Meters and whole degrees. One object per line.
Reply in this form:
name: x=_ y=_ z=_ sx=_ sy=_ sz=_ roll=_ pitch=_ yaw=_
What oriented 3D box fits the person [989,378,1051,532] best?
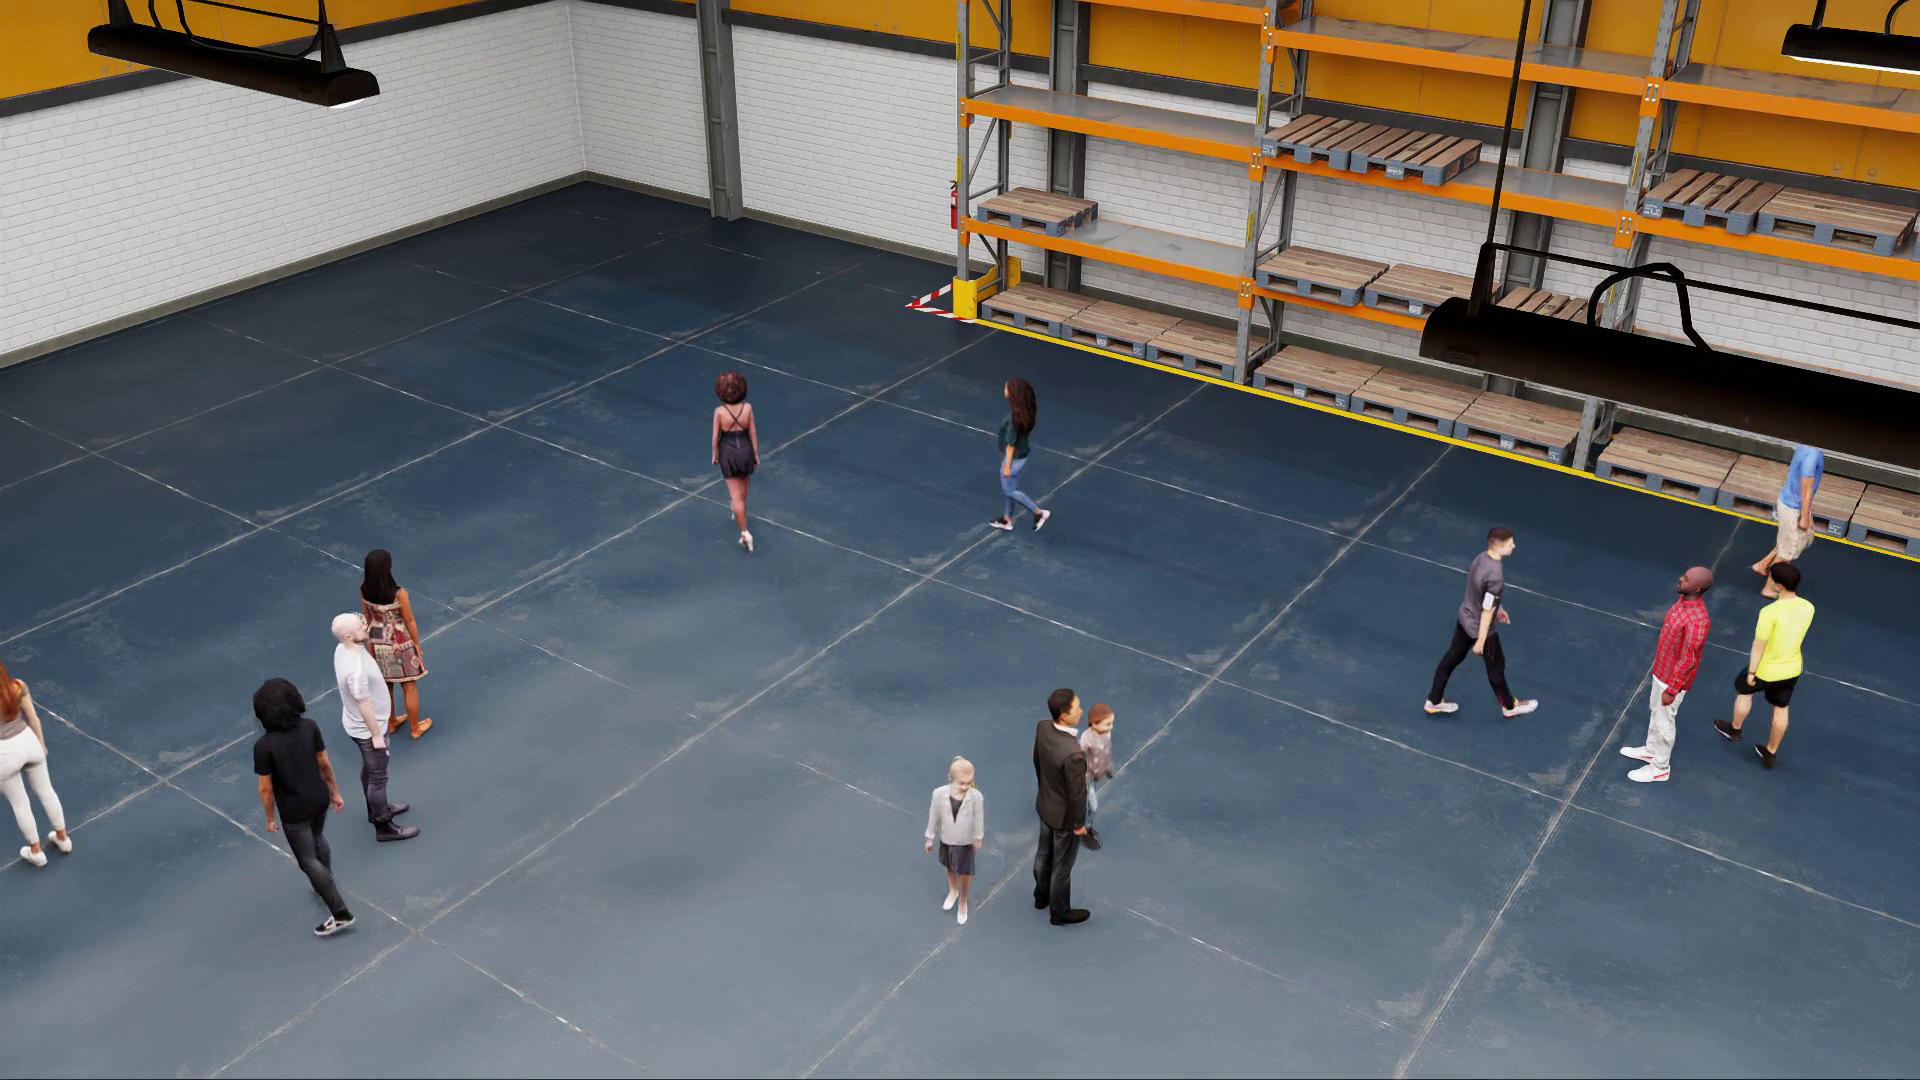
person: x=0.589 y=-0.781 z=16.047 sx=0.933 sy=1.606 sz=0.735 roll=9 pitch=30 yaw=16

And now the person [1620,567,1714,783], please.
person: x=5.404 y=0.989 z=12.579 sx=0.732 sy=1.820 sz=0.747 roll=5 pitch=29 yaw=9

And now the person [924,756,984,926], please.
person: x=0.003 y=1.978 z=11.345 sx=0.577 sy=1.265 sz=0.650 roll=11 pitch=31 yaw=19

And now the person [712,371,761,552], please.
person: x=-2.094 y=-0.708 z=15.763 sx=0.947 sy=1.750 sz=1.136 roll=-12 pitch=31 yaw=-20

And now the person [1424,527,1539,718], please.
person: x=4.036 y=0.687 z=13.241 sx=1.187 sy=1.716 sz=1.043 roll=-1 pitch=29 yaw=-1

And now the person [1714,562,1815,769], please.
person: x=6.275 y=0.997 z=12.716 sx=0.943 sy=1.676 sz=0.995 roll=-1 pitch=29 yaw=-2

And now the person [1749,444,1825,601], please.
person: x=7.429 y=-0.320 z=14.949 sx=0.769 sy=1.849 sz=0.723 roll=11 pitch=31 yaw=19

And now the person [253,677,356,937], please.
person: x=-4.368 y=1.797 z=11.124 sx=0.834 sy=1.796 sz=0.625 roll=17 pitch=33 yaw=28

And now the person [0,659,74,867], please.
person: x=-6.635 y=1.524 z=11.705 sx=0.508 sy=1.718 sz=0.564 roll=17 pitch=33 yaw=28

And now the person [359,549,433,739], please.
person: x=-4.477 y=0.813 z=13.085 sx=0.626 sy=1.644 sz=0.784 roll=5 pitch=29 yaw=9

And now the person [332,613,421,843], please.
person: x=-4.264 y=1.322 z=11.956 sx=0.813 sy=1.832 sz=0.697 roll=-13 pitch=31 yaw=-23

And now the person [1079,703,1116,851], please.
person: x=0.894 y=1.658 z=12.023 sx=0.567 sy=1.178 sz=0.532 roll=25 pitch=37 yaw=38

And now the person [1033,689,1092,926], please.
person: x=0.668 y=1.778 z=11.151 sx=0.808 sy=1.802 sz=0.656 roll=-14 pitch=32 yaw=-24
